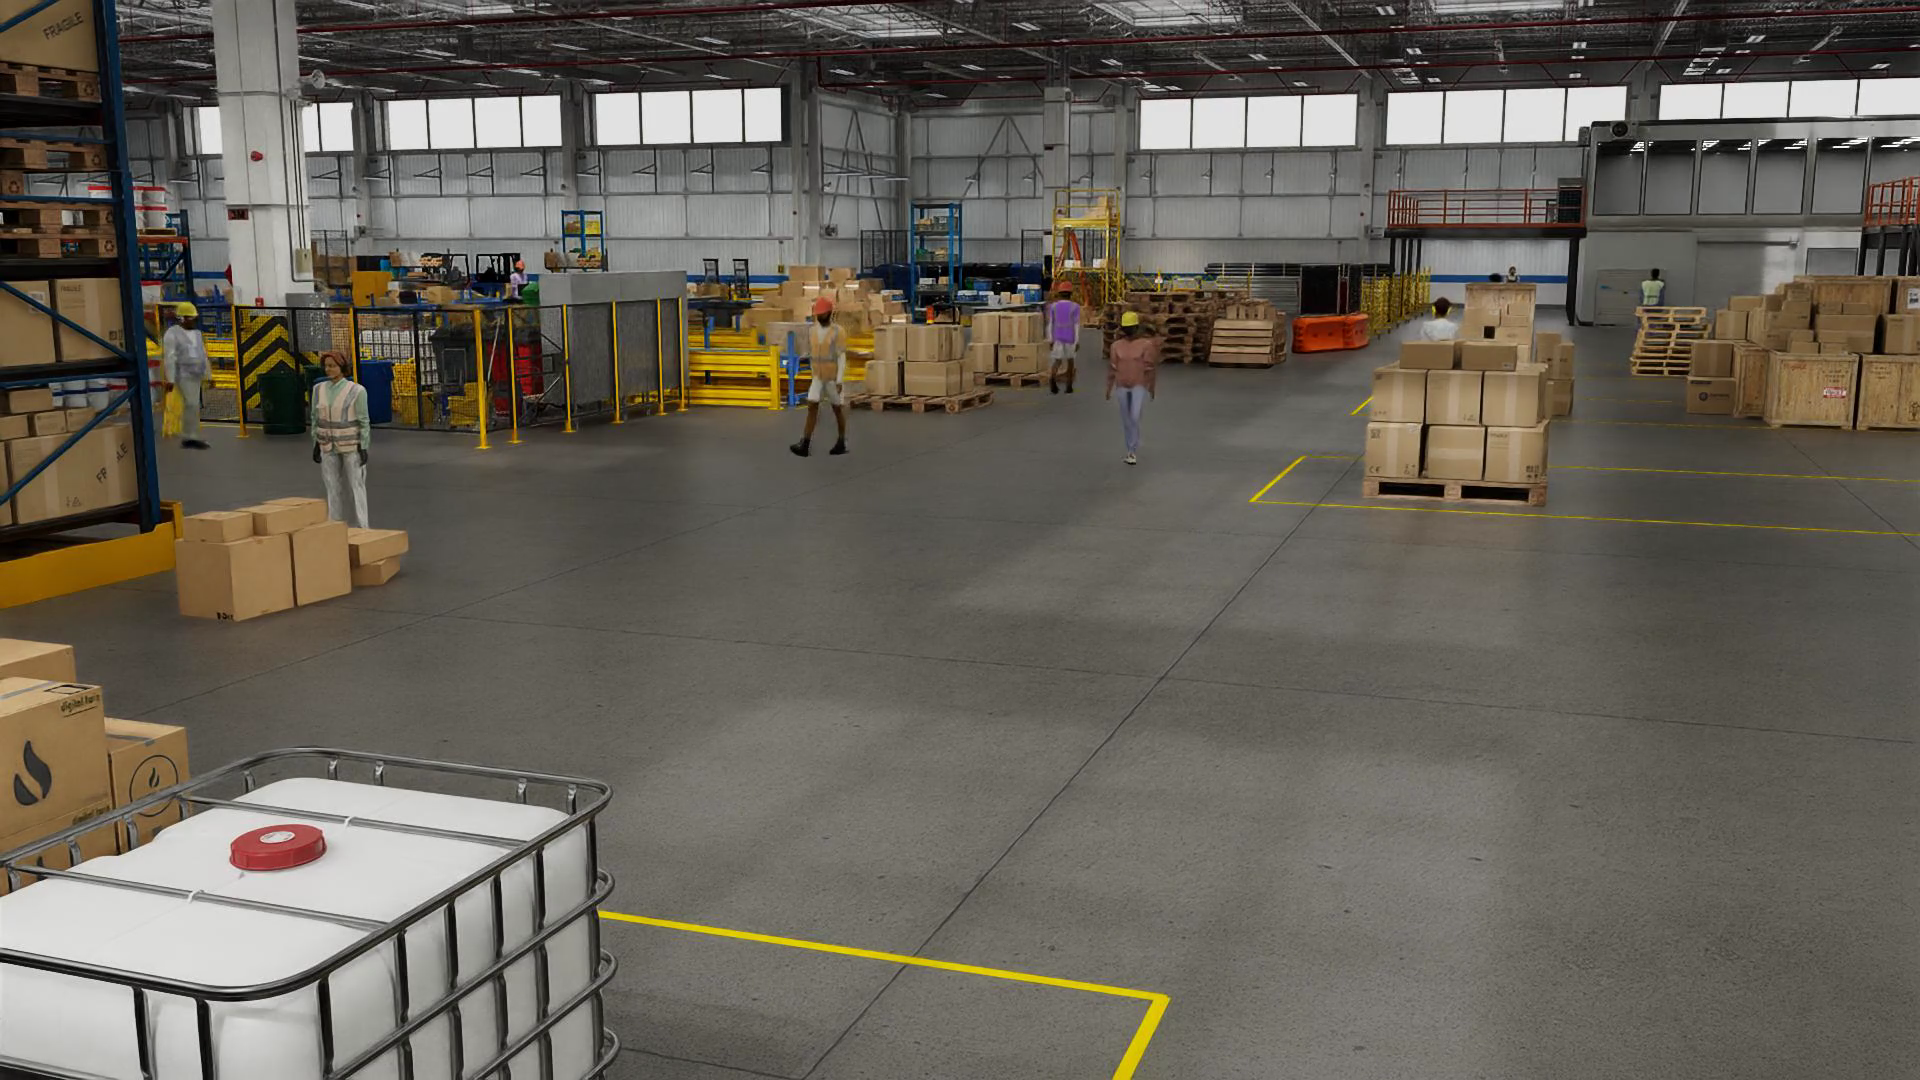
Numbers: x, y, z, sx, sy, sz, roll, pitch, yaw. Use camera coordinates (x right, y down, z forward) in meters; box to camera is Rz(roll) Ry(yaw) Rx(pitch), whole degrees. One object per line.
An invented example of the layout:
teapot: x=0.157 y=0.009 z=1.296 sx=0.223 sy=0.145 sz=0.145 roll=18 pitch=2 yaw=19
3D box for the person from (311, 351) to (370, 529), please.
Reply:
person: x=-5.115 y=-0.744 z=13.754 sx=0.514 sy=1.642 sz=0.310 roll=2 pitch=10 yaw=11

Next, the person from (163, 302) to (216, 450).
person: x=-9.349 y=-2.001 z=20.334 sx=0.682 sy=1.805 sz=0.618 roll=2 pitch=10 yaw=13

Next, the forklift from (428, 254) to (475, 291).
forklift: x=-20.133 y=-10.254 z=65.465 sx=1.157 sy=1.987 sz=2.680 roll=3 pitch=11 yaw=19

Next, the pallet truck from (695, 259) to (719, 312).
pallet truck: x=-9.165 y=-9.627 z=62.776 sx=0.823 sy=1.965 sz=1.885 roll=4 pitch=11 yaw=23

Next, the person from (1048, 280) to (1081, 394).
person: x=1.731 y=-3.384 z=27.865 sx=0.548 sy=1.916 sz=0.796 roll=4 pitch=11 yaw=20

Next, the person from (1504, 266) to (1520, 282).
person: x=17.588 y=-7.826 z=53.113 sx=0.518 sy=1.828 sz=0.499 roll=2 pitch=10 yaw=13

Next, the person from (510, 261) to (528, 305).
person: x=-12.828 y=-7.134 z=48.616 sx=0.396 sy=2.038 sz=0.615 roll=7 pitch=12 yaw=35

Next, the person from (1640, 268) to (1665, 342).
person: x=17.881 y=-6.071 z=43.004 sx=0.613 sy=1.902 sz=0.645 roll=7 pitch=12 yaw=33

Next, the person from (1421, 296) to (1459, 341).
person: x=6.146 y=-2.206 z=21.390 sx=0.537 sy=1.851 sz=0.580 roll=0 pitch=10 yaw=-1

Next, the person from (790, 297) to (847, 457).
person: x=-1.627 y=-1.905 z=19.599 sx=0.562 sy=1.882 sz=0.961 roll=5 pitch=11 yaw=28

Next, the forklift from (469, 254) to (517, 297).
forklift: x=-17.990 y=-10.121 z=64.684 sx=1.157 sy=1.987 sz=2.680 roll=3 pitch=11 yaw=17

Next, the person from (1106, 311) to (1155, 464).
person: x=1.917 y=-1.732 z=19.001 sx=0.556 sy=1.740 sz=0.705 roll=5 pitch=11 yaw=26

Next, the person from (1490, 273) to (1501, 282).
person: x=10.581 y=-4.325 z=33.030 sx=0.639 sy=1.952 sz=0.418 roll=5 pitch=11 yaw=26

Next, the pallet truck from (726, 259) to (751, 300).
pallet truck: x=-7.986 y=-9.493 z=62.019 sx=0.823 sy=1.965 sz=1.885 roll=3 pitch=11 yaw=17
